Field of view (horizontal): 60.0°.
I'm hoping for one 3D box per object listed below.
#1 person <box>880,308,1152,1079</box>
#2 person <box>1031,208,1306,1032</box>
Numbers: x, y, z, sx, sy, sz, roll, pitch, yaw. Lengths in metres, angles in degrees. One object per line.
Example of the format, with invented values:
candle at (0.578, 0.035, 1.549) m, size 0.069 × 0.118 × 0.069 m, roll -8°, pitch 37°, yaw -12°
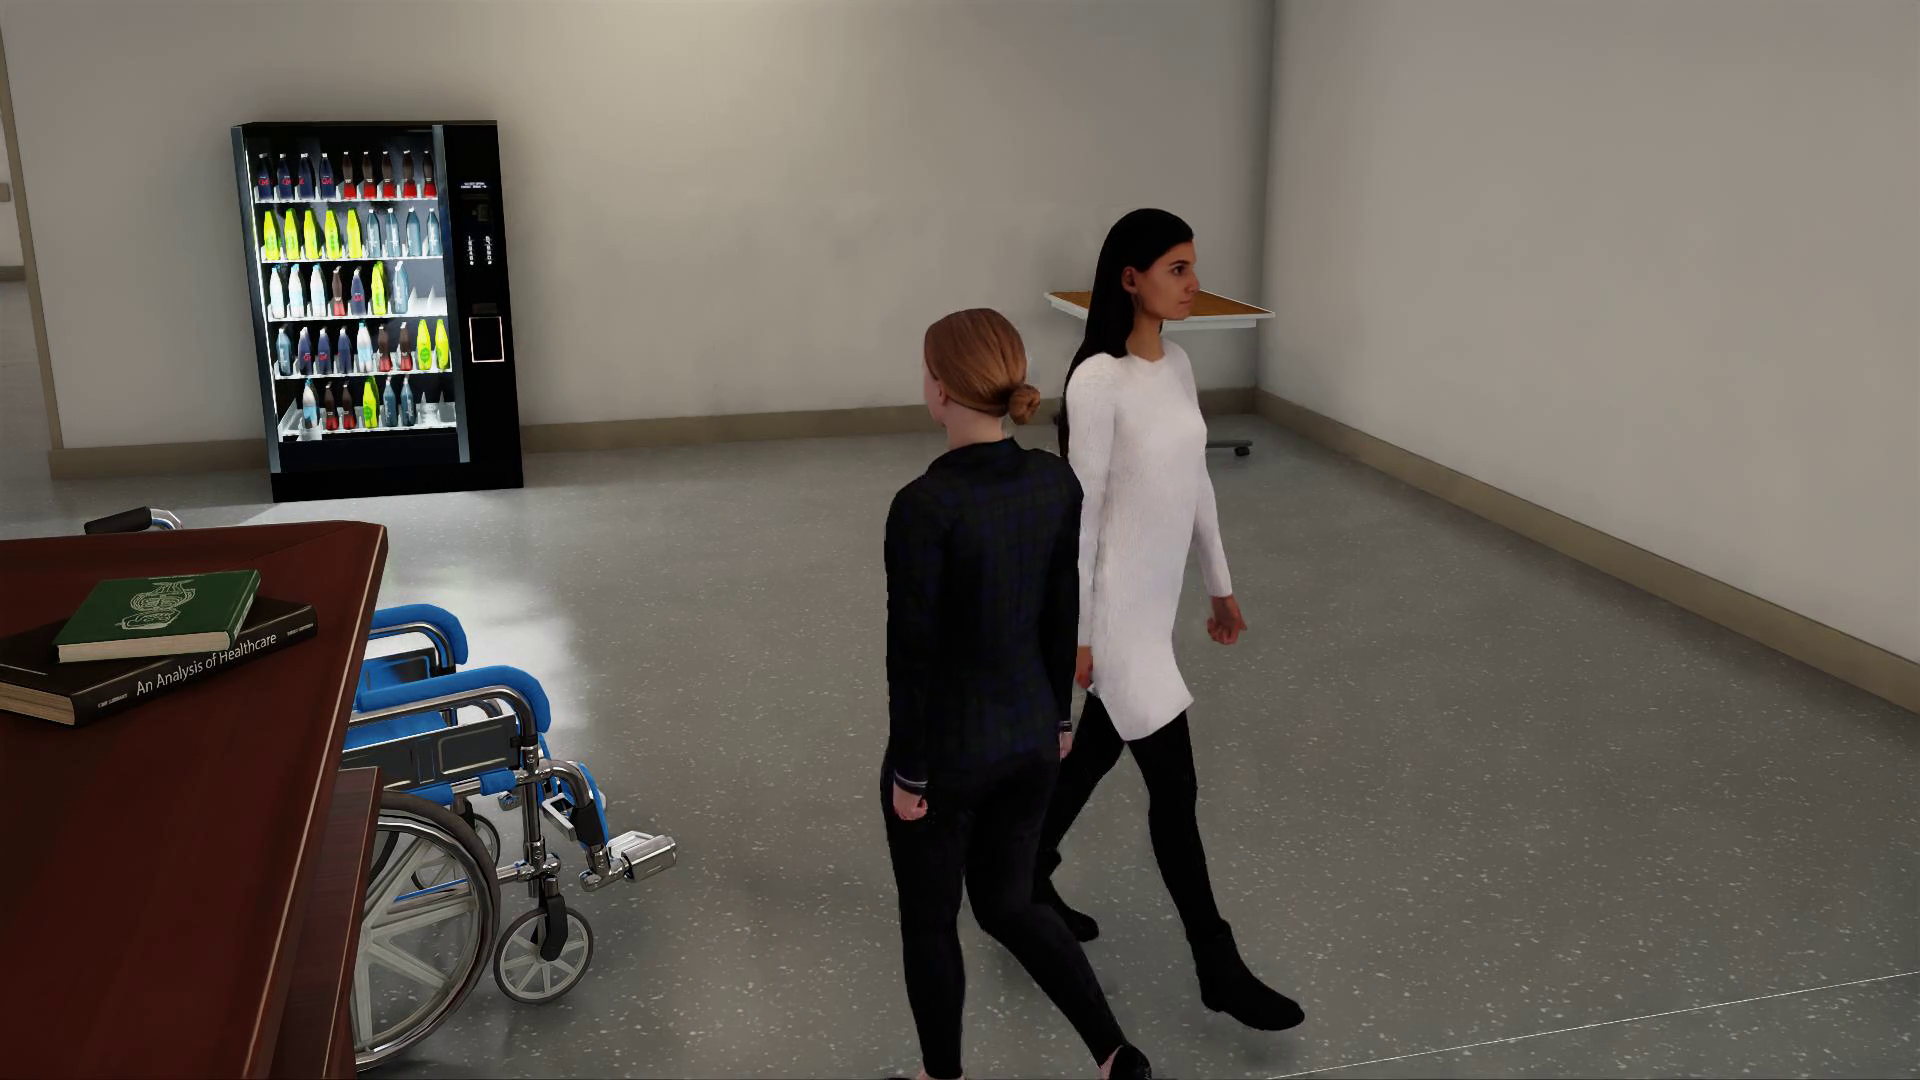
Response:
person at (0.091, 0.431, 3.057) m, size 0.960 × 1.670 × 0.935 m, roll -15°, pitch 22°, yaw -43°
person at (0.318, 0.177, 3.779) m, size 1.110 × 1.768 × 1.067 m, roll 9°, pitch 18°, yaw 30°
